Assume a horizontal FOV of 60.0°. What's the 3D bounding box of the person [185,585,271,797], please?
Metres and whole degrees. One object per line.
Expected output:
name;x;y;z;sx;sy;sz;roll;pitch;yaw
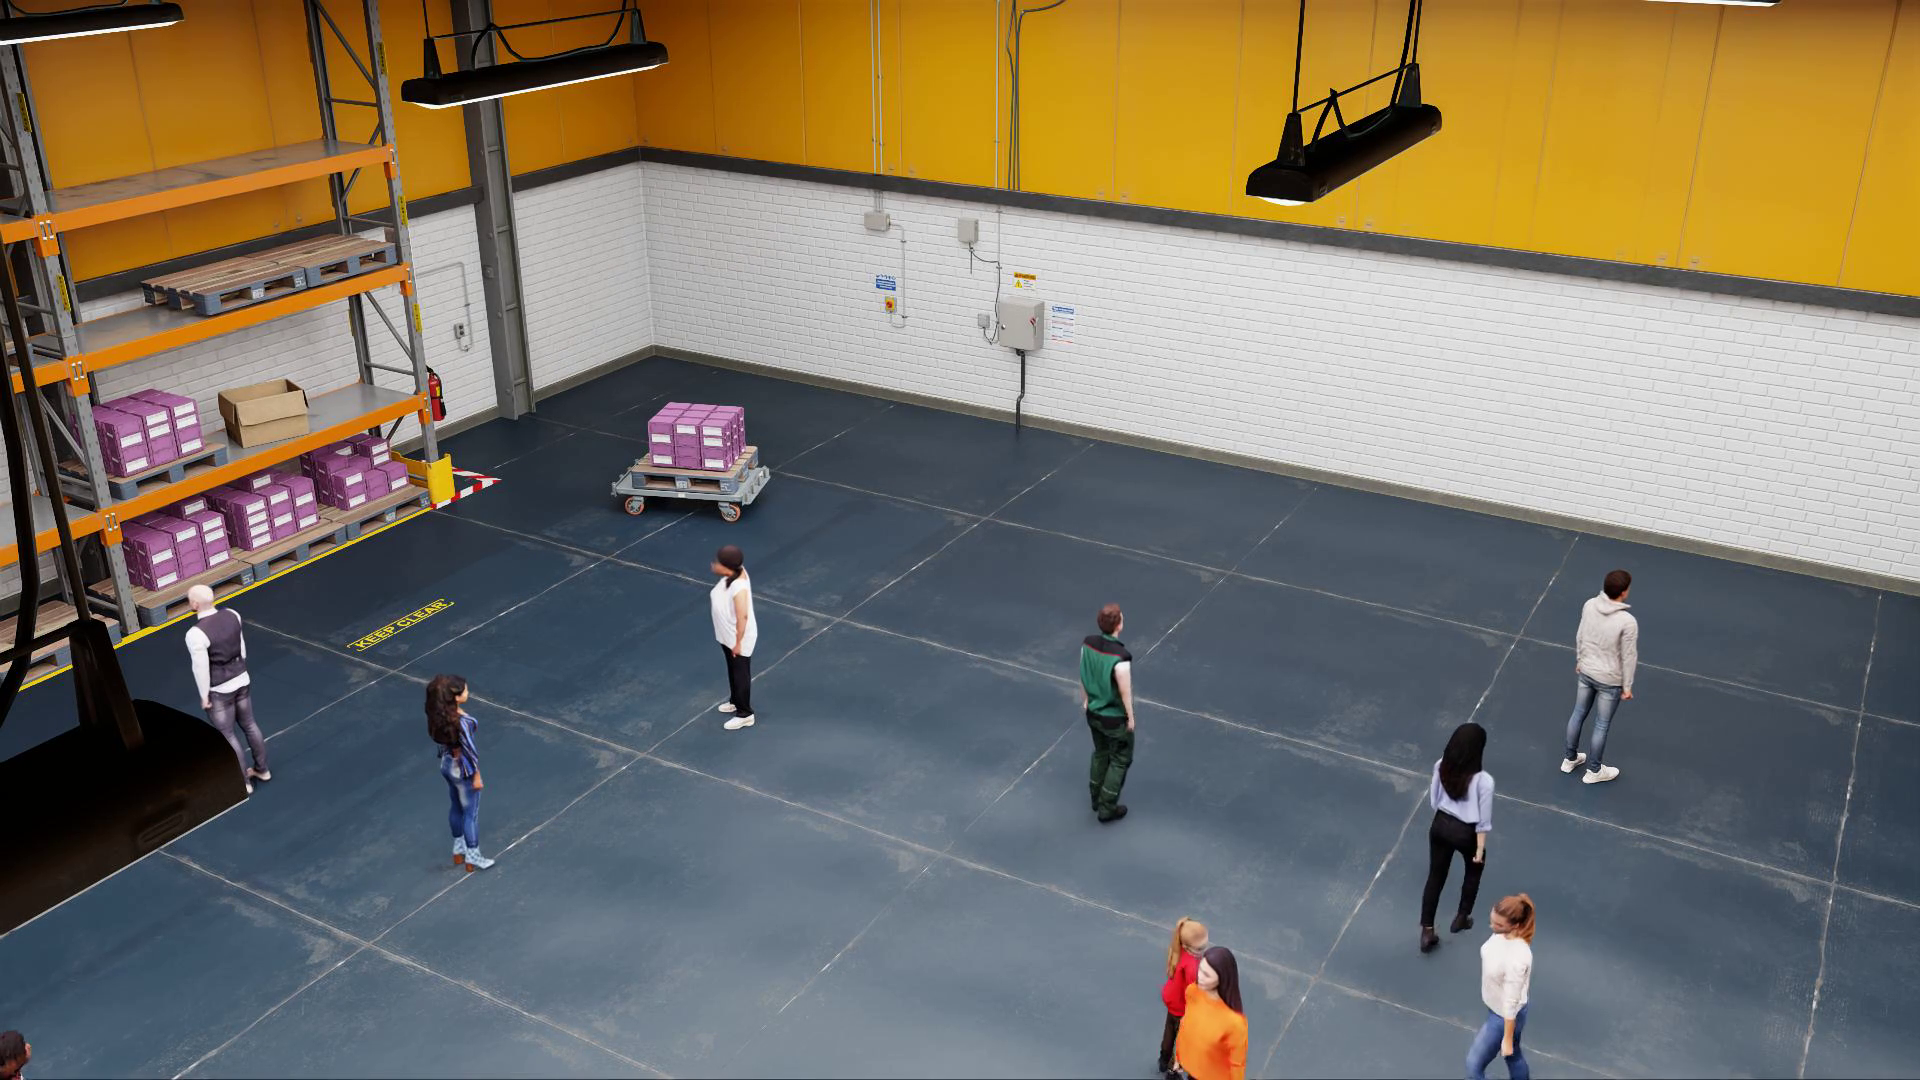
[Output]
person;-5.901;1.193;13.366;0.786;1.819;0.591;8;25;17

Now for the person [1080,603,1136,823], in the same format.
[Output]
person;1.167;1.354;12.977;0.755;1.837;0.754;-18;29;-36

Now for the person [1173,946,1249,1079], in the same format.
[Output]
person;1.473;3.001;9.367;1.209;1.711;1.009;-12;26;-26

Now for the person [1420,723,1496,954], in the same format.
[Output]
person;3.357;2.088;11.439;0.787;1.723;0.877;21;31;39

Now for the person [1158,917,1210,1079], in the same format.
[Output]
person;1.364;2.834;10.303;0.758;1.266;0.612;-5;24;-11

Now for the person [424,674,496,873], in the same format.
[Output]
person;-3.727;1.720;12.409;0.643;1.622;0.675;-21;31;-39

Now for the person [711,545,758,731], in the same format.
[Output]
person;-1.959;0.809;14.405;0.818;1.691;0.752;-5;24;-12

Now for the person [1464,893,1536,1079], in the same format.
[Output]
person;3.265;2.808;9.819;0.883;1.702;0.797;10;26;22

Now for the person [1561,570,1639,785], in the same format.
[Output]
person;5.216;1.091;13.559;0.726;1.853;0.753;-16;28;-31
